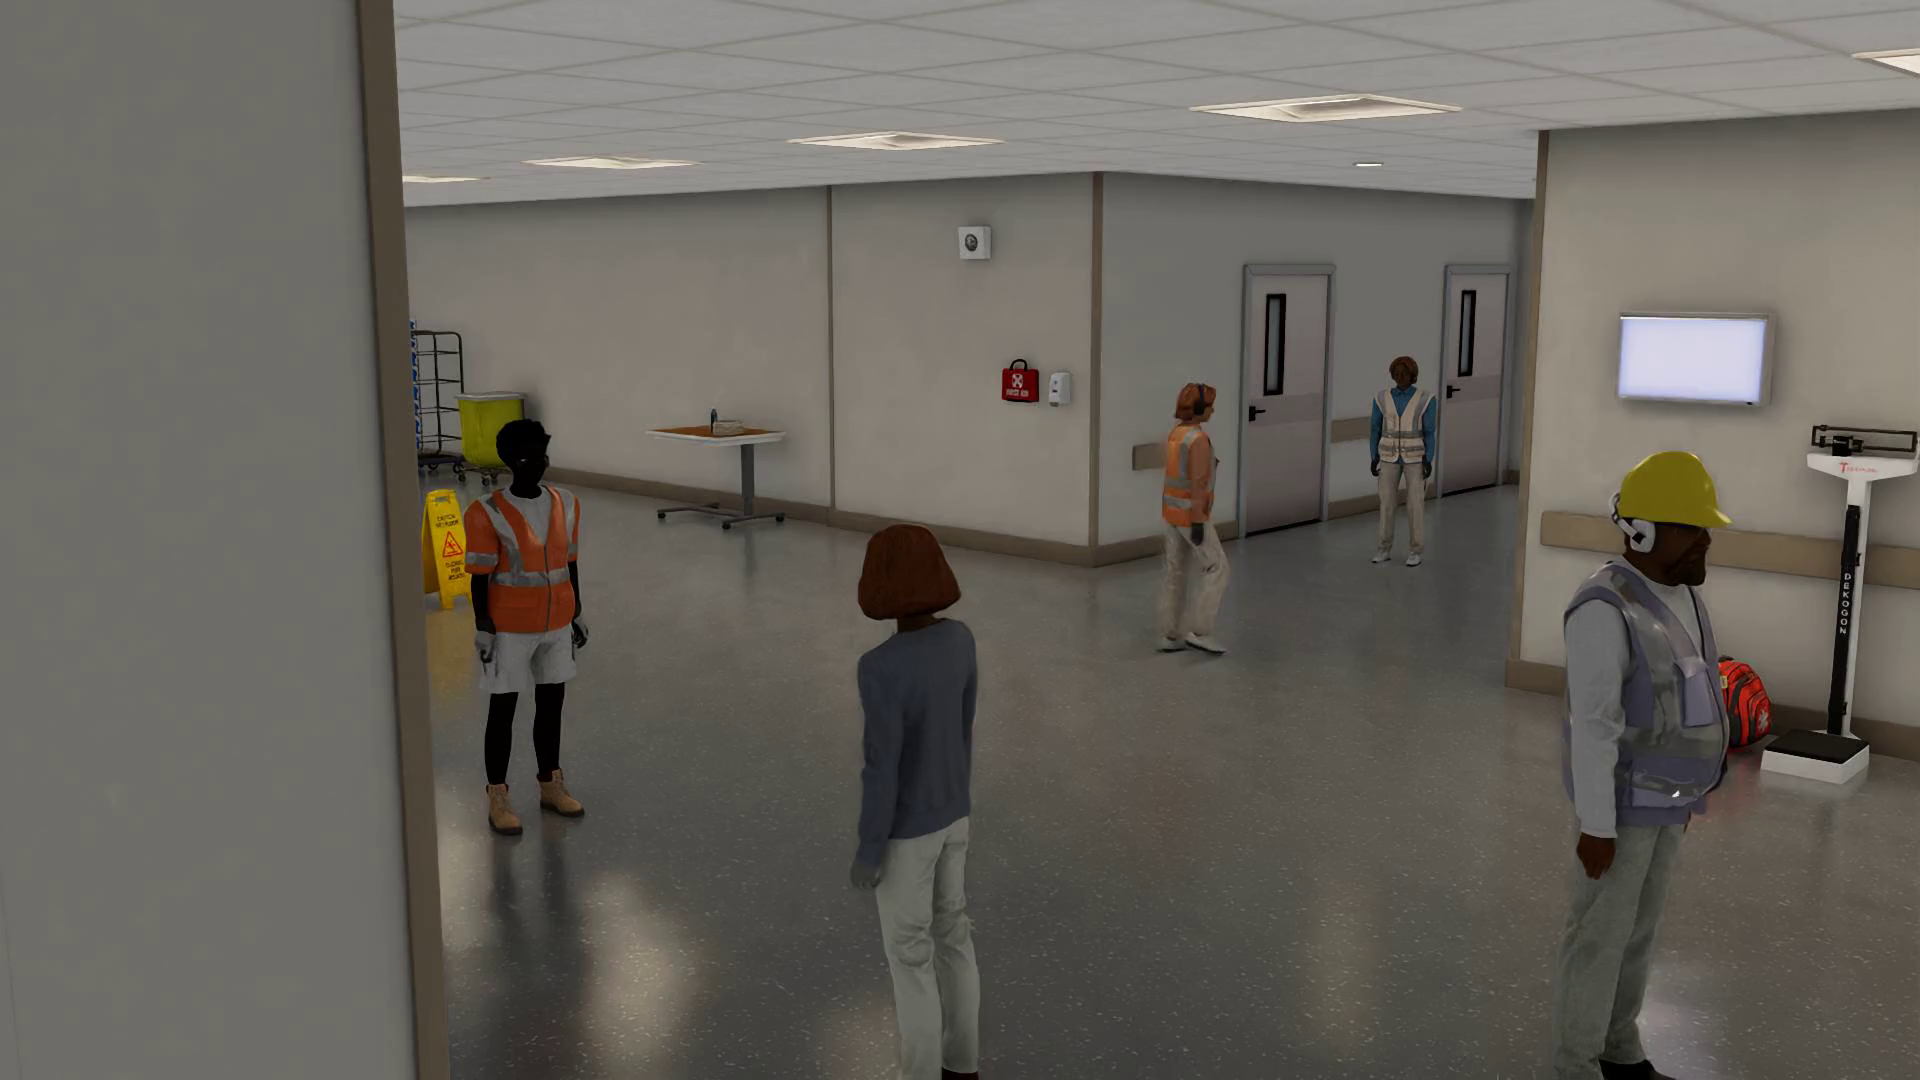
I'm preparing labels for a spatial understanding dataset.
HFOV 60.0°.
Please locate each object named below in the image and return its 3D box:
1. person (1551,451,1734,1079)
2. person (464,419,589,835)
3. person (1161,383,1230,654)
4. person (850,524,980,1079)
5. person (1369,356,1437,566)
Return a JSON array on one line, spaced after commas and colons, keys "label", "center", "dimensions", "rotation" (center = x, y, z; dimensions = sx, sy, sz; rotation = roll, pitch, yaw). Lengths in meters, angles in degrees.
[{"label": "person", "center": [1.814, 0.672, 4.429], "dimensions": [0.403, 1.830, 0.600], "rotation": [9, 13, 43]}, {"label": "person", "center": [-1.771, 0.345, 6.845], "dimensions": [0.317, 1.695, 0.540], "rotation": [9, 13, 43]}, {"label": "person", "center": [1.430, -0.121, 9.903], "dimensions": [0.479, 1.622, 0.531], "rotation": [-2, 10, -14]}, {"label": "person", "center": [-0.118, 0.768, 4.452], "dimensions": [0.269, 1.631, 0.506], "rotation": [5, 11, 30]}, {"label": "person", "center": [3.434, -0.612, 12.925], "dimensions": [0.509, 1.629, 0.315], "rotation": [5, 10, 28]}]
